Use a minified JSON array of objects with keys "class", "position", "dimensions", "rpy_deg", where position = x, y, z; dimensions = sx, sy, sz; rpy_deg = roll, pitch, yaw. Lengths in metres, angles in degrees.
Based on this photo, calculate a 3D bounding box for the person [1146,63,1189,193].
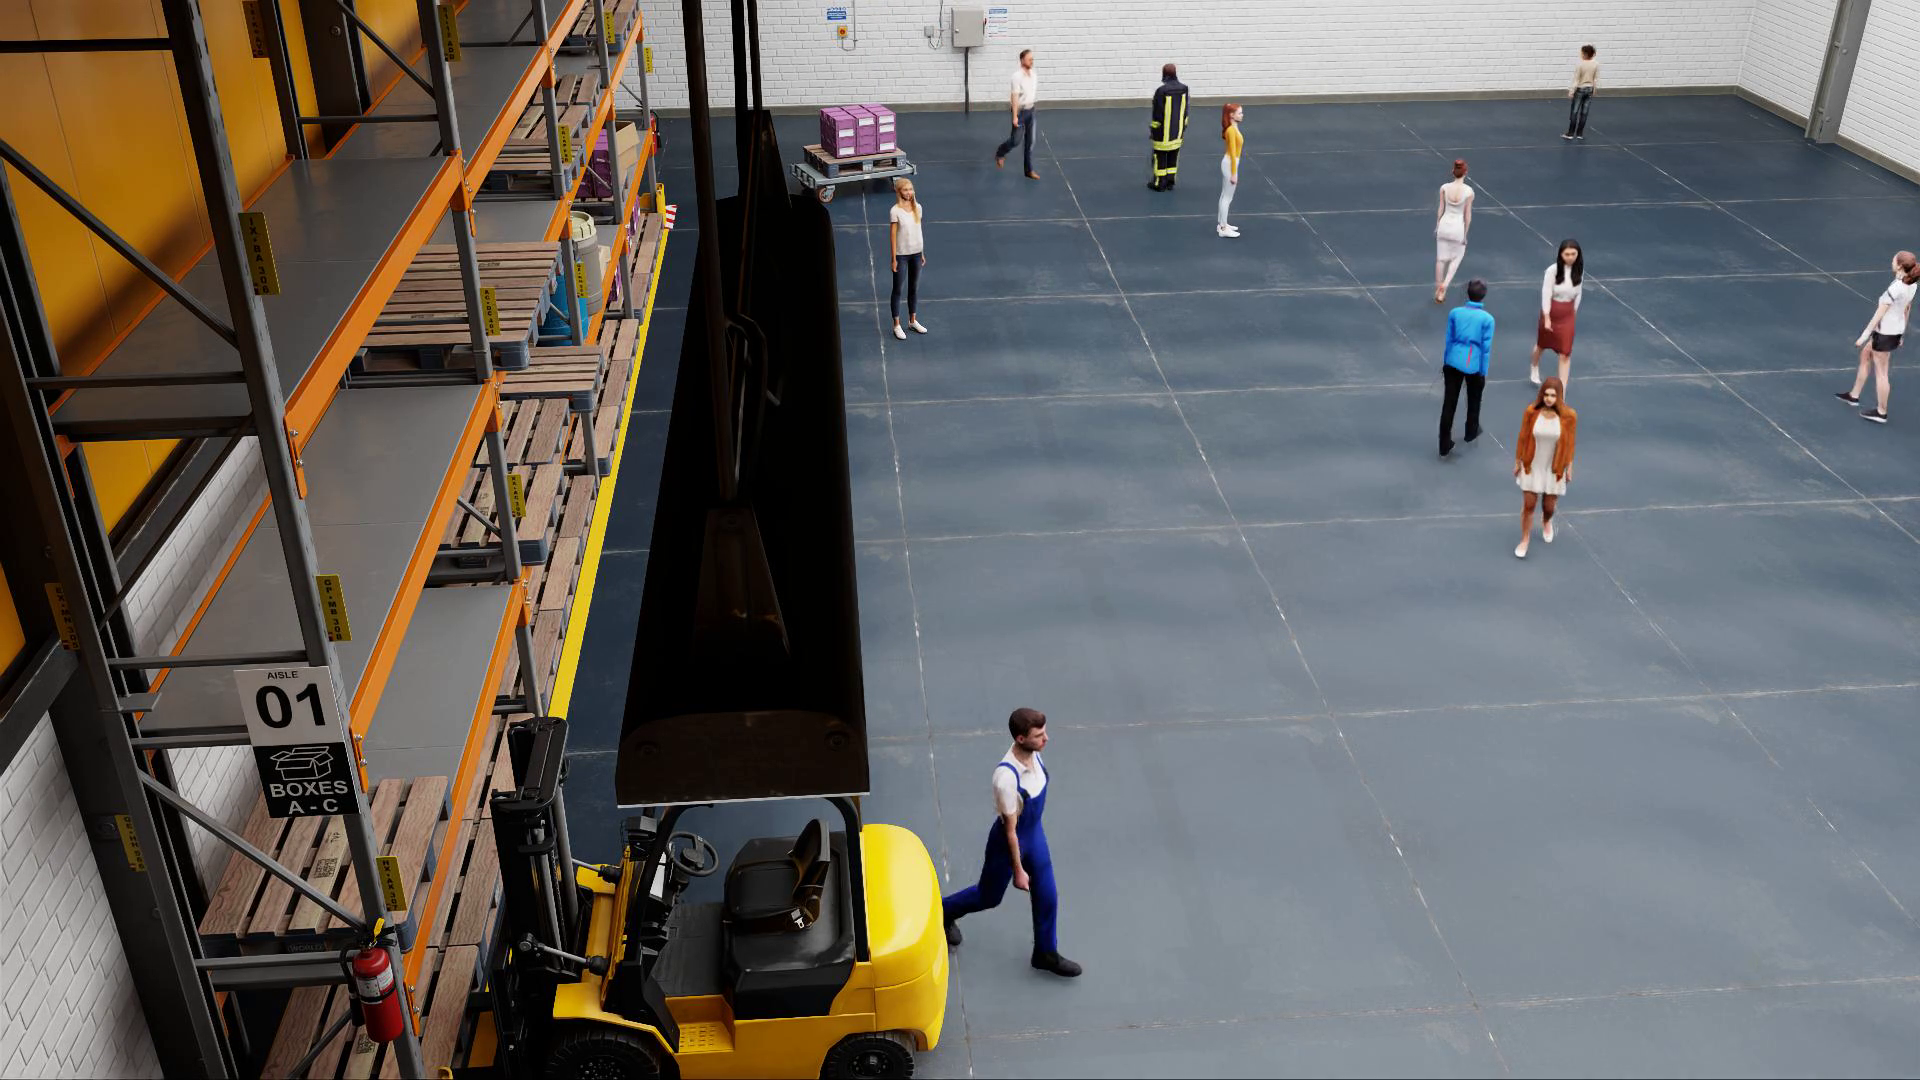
[{"class":"person","position":[2.953,-5.893,23.681],"dimensions":[0.861,1.814,0.846],"rpy_deg":[-9,30,-17]}]

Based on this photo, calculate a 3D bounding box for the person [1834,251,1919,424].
[{"class":"person","position":[9.346,-1.999,16.630],"dimensions":[0.832,1.730,0.943],"rpy_deg":[-22,36,-35]}]

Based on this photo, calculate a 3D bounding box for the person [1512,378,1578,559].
[{"class":"person","position":[4.997,-0.662,14.214],"dimensions":[0.847,1.696,0.941],"rpy_deg":[12,31,21]}]

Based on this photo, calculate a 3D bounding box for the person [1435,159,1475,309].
[{"class":"person","position":[5.692,-3.547,19.411],"dimensions":[0.771,1.783,0.840],"rpy_deg":[17,33,28]}]

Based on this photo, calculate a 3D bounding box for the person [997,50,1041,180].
[{"class":"person","position":[0.851,-6.223,24.266],"dimensions":[1.028,1.834,1.190],"rpy_deg":[-21,35,-34]}]

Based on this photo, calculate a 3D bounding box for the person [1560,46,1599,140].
[{"class":"person","position":[9.815,-7.056,26.191],"dimensions":[0.597,1.452,0.516],"rpy_deg":[2,29,4]}]

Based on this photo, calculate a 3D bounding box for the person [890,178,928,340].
[{"class":"person","position":[-0.605,-3.185,18.722],"dimensions":[0.675,1.809,0.683],"rpy_deg":[-21,35,-33]}]

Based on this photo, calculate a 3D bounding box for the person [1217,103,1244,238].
[{"class":"person","position":[3.552,-4.880,21.889],"dimensions":[0.688,1.751,0.543],"rpy_deg":[2,29,4]}]

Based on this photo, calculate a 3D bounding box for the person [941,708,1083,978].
[{"class":"person","position":[0.237,1.749,9.667],"dimensions":[1.144,1.819,1.231],"rpy_deg":[15,32,26]}]

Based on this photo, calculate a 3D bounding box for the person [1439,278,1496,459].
[{"class":"person","position":[4.773,-1.603,15.863],"dimensions":[0.966,1.768,1.055],"rpy_deg":[18,34,30]}]

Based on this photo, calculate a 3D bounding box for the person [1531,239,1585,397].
[{"class":"person","position":[6.110,-2.272,17.170],"dimensions":[0.690,1.692,1.162],"rpy_deg":[-1,29,-1]}]
